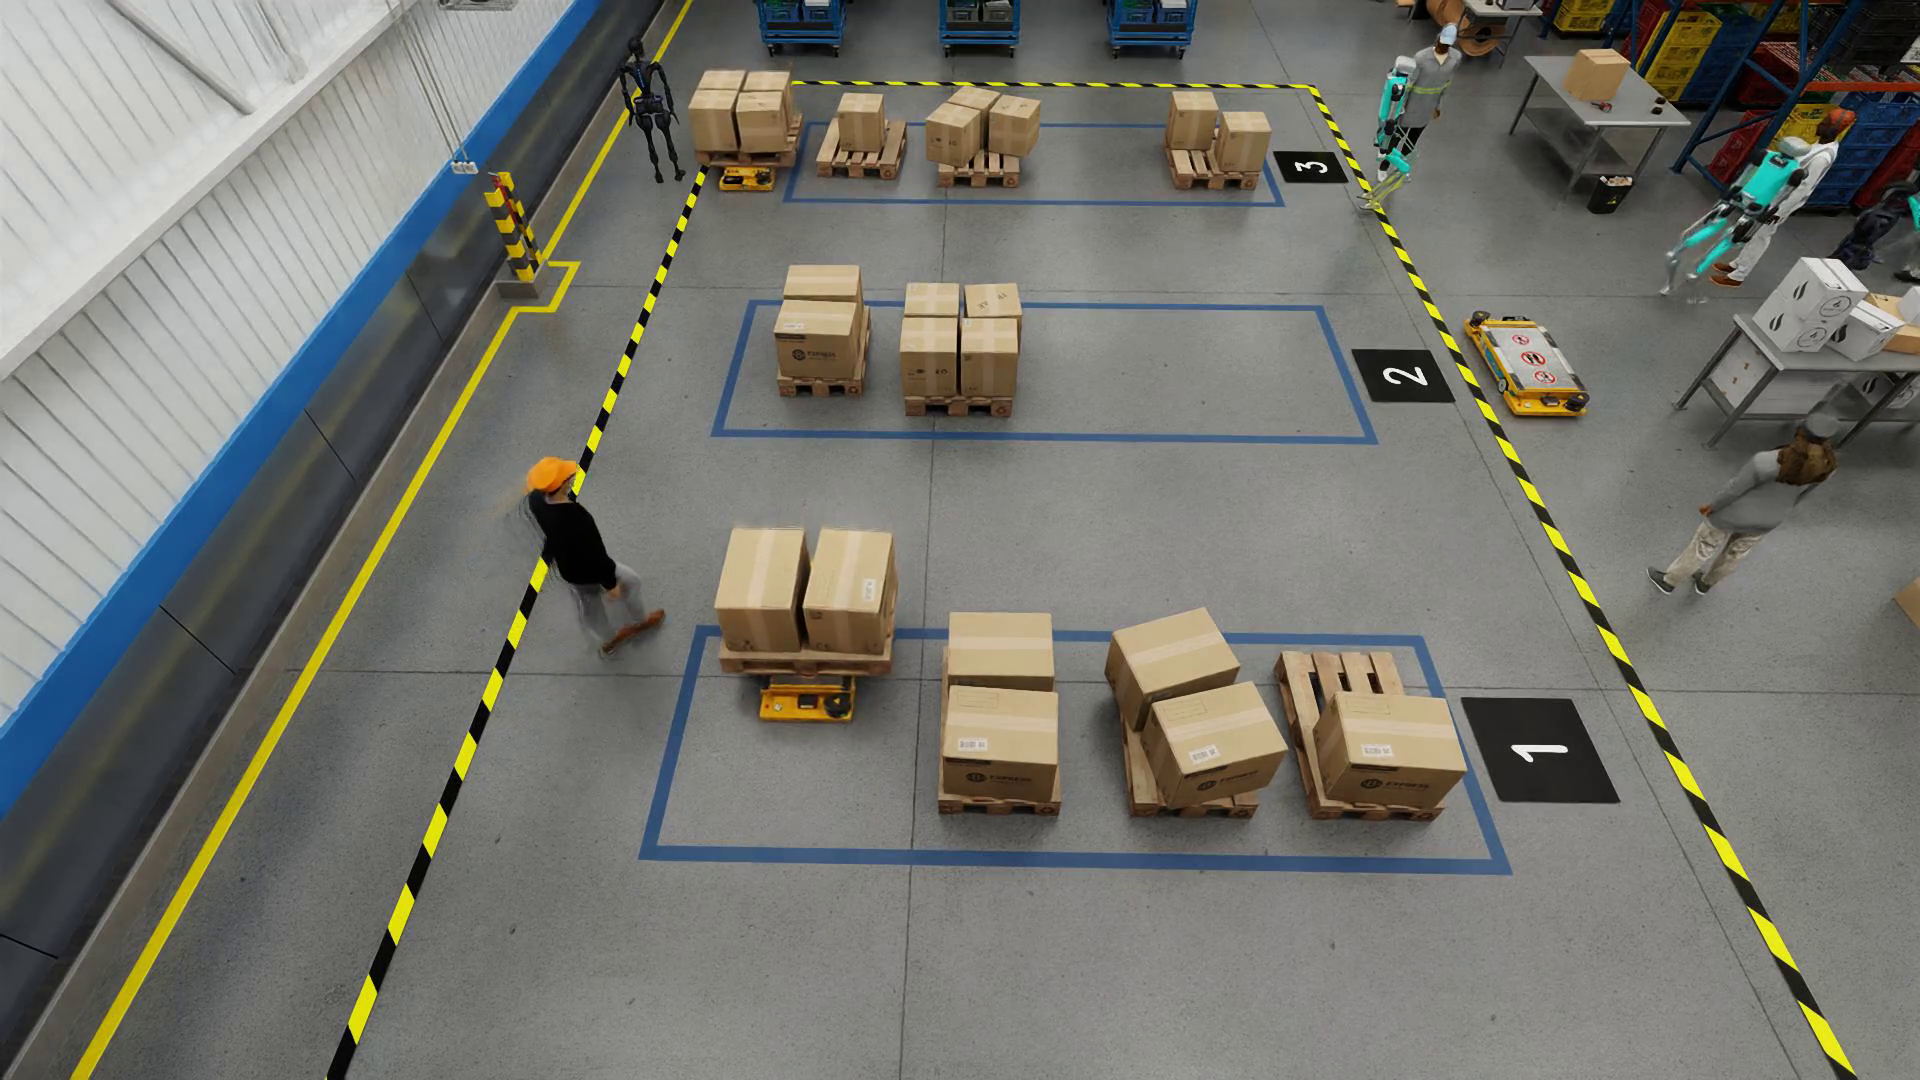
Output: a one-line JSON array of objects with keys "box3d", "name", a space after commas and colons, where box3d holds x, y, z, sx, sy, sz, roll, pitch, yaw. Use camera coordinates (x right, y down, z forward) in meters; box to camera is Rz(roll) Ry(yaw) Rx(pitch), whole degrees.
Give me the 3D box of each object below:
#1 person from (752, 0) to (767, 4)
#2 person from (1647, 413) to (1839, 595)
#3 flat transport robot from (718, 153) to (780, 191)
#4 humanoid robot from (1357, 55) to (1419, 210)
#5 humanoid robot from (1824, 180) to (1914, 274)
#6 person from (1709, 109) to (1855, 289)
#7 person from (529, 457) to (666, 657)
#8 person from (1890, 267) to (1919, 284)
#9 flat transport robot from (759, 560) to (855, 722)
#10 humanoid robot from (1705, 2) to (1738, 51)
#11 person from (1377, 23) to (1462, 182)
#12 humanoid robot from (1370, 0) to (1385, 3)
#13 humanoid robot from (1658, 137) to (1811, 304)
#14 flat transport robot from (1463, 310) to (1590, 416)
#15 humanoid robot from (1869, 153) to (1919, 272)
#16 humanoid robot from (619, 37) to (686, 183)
[{"box3d": [-3.369, -9.881, 14.982, 0.356, 1.937, 0.634, -1, 49, -1], "name": "person"}, {"box3d": [5.777, -0.209, 6.725, 0.561, 1.763, 0.402, 4, 49, 3], "name": "person"}, {"box3d": [-2.656, -4.944, 11.795, 0.652, 0.197, 1.431, 1, 49, 1], "name": "flat transport robot"}, {"box3d": [5.024, -4.594, 10.447, 0.735, 1.681, 0.533, 9, 50, 8], "name": "humanoid robot"}, {"box3d": [8.615, -2.695, 8.935, 0.315, 1.657, 0.608, 24, 53, 19], "name": "humanoid robot"}, {"box3d": [8.520, -3.506, 9.499, 0.341, 1.883, 0.584, 28, 55, 22], "name": "person"}, {"box3d": [-2.516, 0.089, 6.399, 0.614, 1.863, 0.680, 26, 54, 21], "name": "person"}, {"box3d": [10.720, -3.435, 9.506, 0.658, 1.793, 0.609, 26, 54, 21], "name": "person"}, {"box3d": [-1.084, 0.695, 6.913, 0.652, 0.197, 1.431, 1, 49, 1], "name": "flat transport robot"}, {"box3d": [11.308, -7.848, 13.408, 0.845, 1.865, 0.552, 6, 49, 5], "name": "humanoid robot"}, {"box3d": [5.531, -5.204, 10.993, 0.590, 1.848, 0.401, -5, 49, -4], "name": "person"}, {"box3d": [7.263, -9.831, 15.115, 0.349, 1.640, 0.593, 32, 56, 25], "name": "humanoid robot"}, {"box3d": [7.674, -3.144, 9.297, 0.839, 1.783, 0.539, -14, 51, -12], "name": "humanoid robot"}, {"box3d": [5.573, -1.757, 9.054, 0.659, 0.231, 1.431, 1, 49, 1], "name": "flat transport robot"}, {"box3d": [10.444, -3.674, 9.742, 0.585, 1.767, 0.881, -4, 49, -3], "name": "humanoid robot"}, {"box3d": [-3.738, -5.177, 11.075, 0.599, 1.654, 0.315, -7, 49, -6], "name": "humanoid robot"}]
